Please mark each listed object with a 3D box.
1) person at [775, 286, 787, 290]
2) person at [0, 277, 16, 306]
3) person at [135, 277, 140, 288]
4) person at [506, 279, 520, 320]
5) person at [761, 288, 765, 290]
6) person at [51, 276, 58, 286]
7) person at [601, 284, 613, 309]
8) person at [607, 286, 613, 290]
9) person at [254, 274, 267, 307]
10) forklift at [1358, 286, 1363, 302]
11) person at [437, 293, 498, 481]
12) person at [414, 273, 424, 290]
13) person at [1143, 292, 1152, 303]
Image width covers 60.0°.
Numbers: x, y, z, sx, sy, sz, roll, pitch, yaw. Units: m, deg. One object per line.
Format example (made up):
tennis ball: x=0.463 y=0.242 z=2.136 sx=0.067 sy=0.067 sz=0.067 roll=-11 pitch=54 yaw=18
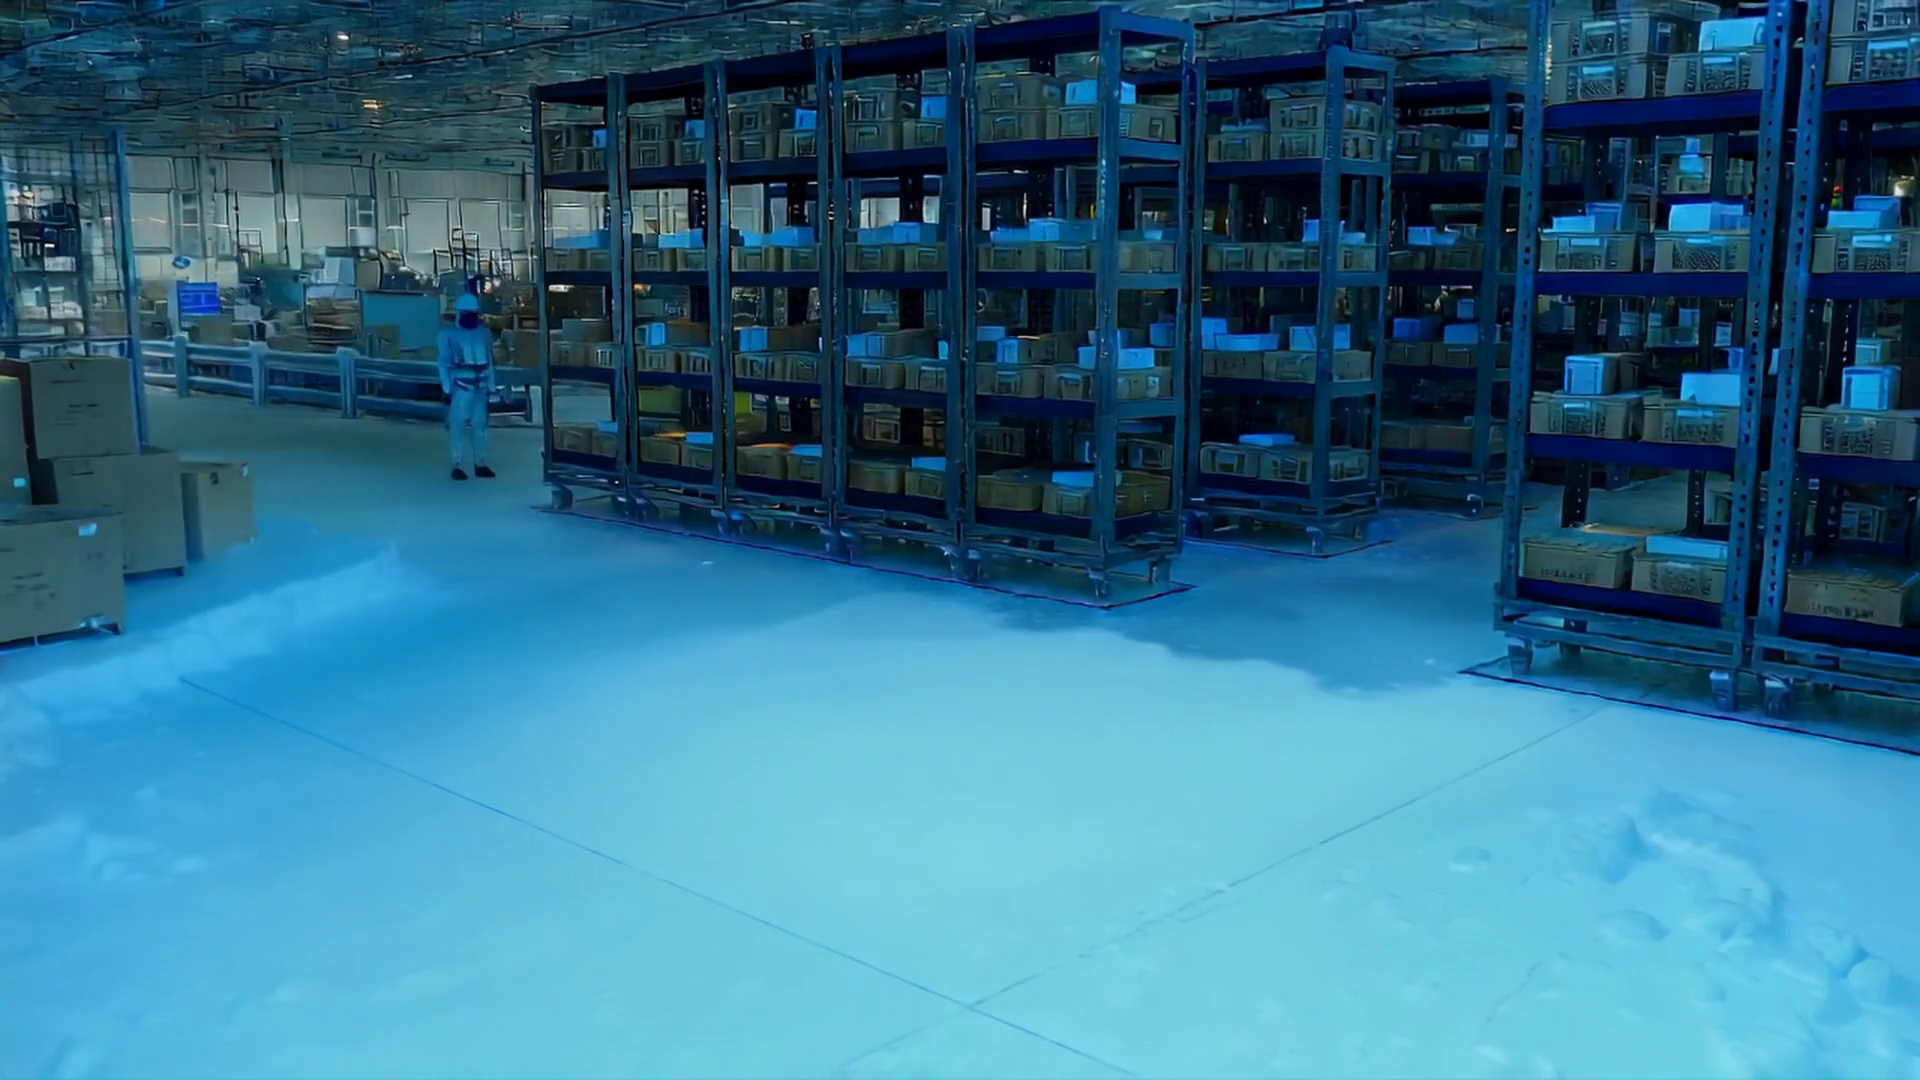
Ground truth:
person: x=-7.265 y=-10.010 z=68.152 sx=0.652 sy=1.956 sz=0.401 roll=-4 pitch=10 yaw=-25
person: x=-37.909 y=-9.677 z=66.185 sx=0.660 sy=1.928 sz=0.430 roll=-2 pitch=9 yaw=-10
person: x=-32.683 y=-9.621 z=65.837 sx=0.547 sy=1.930 sz=0.384 roll=6 pitch=11 yaw=35
person: x=-16.038 y=-8.515 z=59.690 sx=0.548 sy=1.709 sz=0.641 roll=9 pitch=13 yaw=43
person: x=-9.272 y=-11.757 z=79.123 sx=0.445 sy=1.865 sz=0.570 roll=6 pitch=11 yaw=32
person: x=-40.087 y=-10.889 z=73.903 sx=0.429 sy=1.841 sz=0.634 roll=9 pitch=13 yaw=43
person: x=-11.313 y=-7.469 z=53.230 sx=0.528 sy=1.742 sz=0.791 roll=-7 pitch=12 yaw=-37
person: x=-12.865 y=-8.908 z=61.519 sx=1.066 sy=1.927 sz=0.625 roll=0 pitch=9 yaw=-1
person: x=-25.599 y=-8.772 z=60.797 sx=0.559 sy=1.873 sz=1.024 roll=5 pitch=11 yaw=30
forklift: x=11.100 y=-7.017 z=46.970 sx=1.873 sy=2.768 sz=1.129 roll=9 pitch=13 yaw=43
person: x=-4.828 y=-1.508 z=16.391 sx=0.591 sy=1.834 sz=0.404 roll=-9 pitch=13 yaw=-44
person: x=-22.486 y=-10.137 z=69.097 sx=0.614 sy=1.898 sz=0.466 roll=8 pitch=12 yaw=40
person: x=5.824 y=-7.419 z=52.716 sx=0.737 sy=1.807 sz=0.599 roll=7 pitch=11 yaw=36
